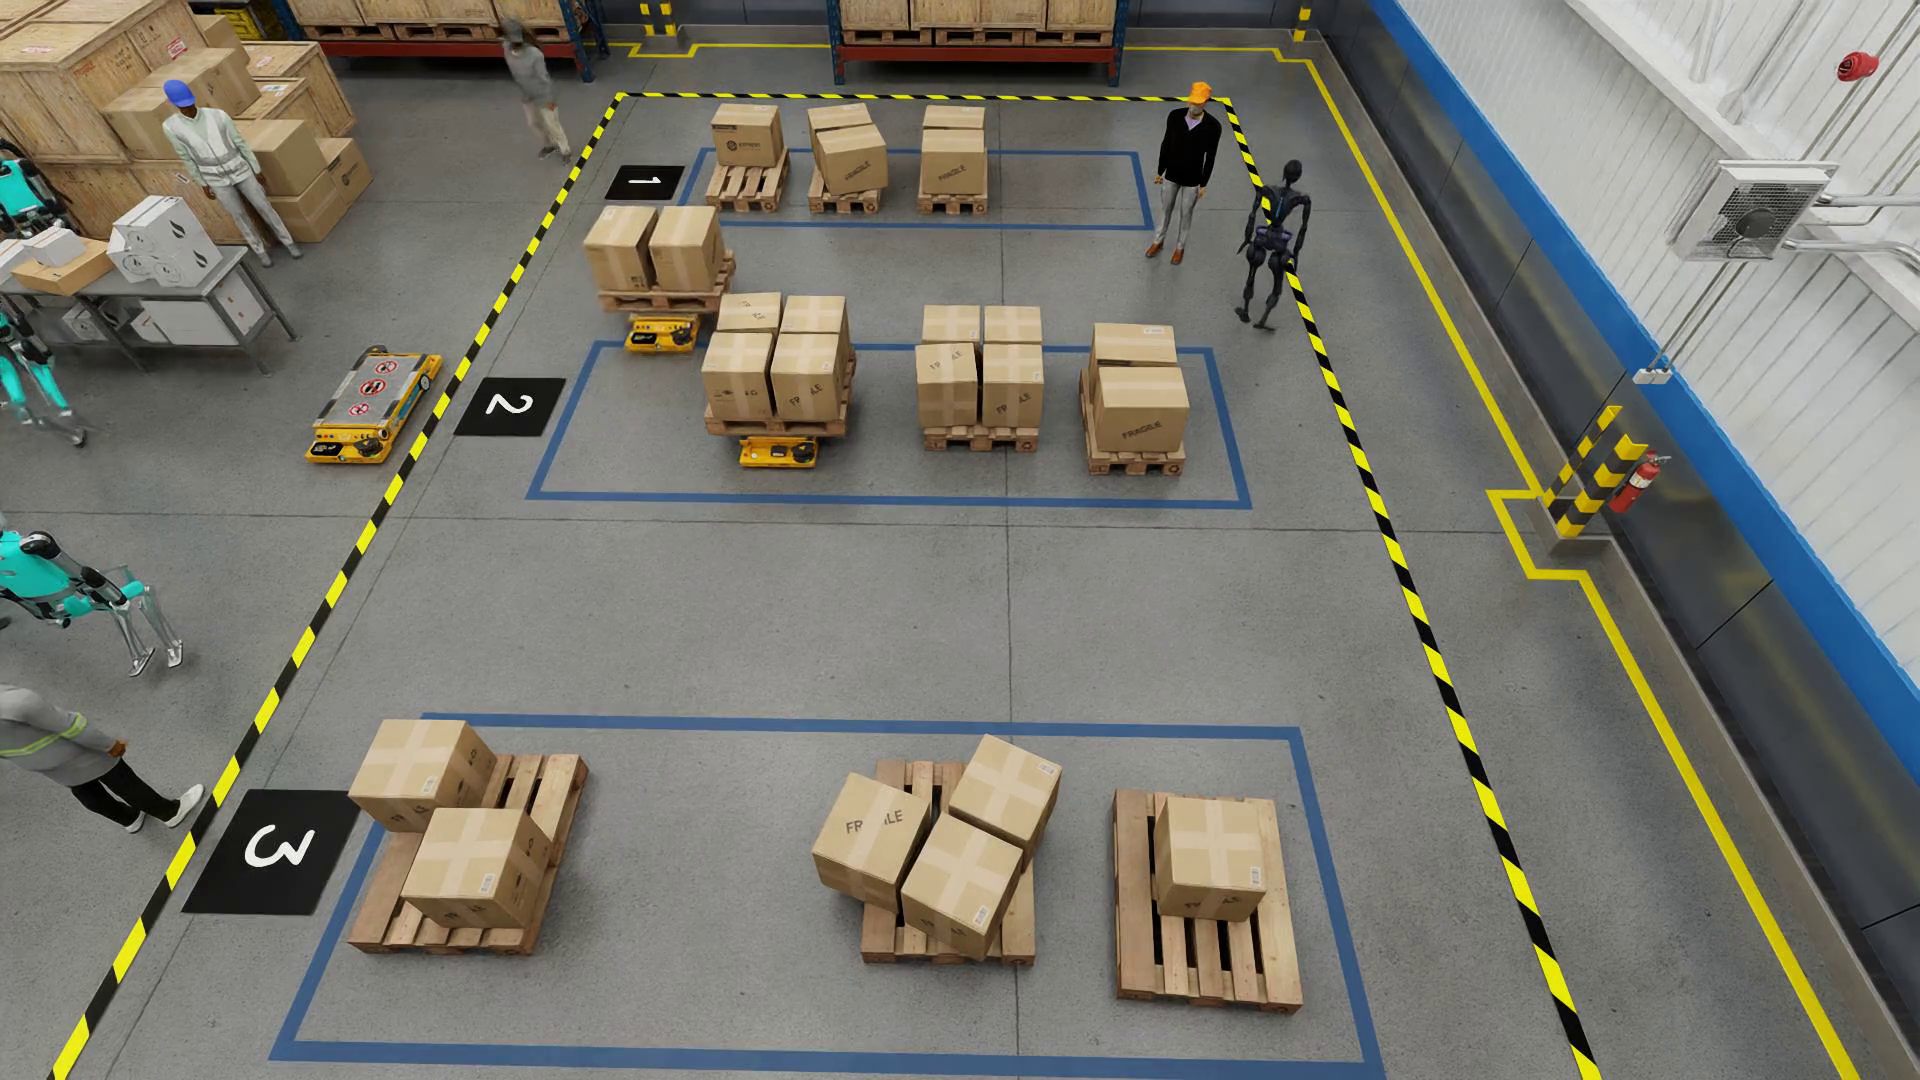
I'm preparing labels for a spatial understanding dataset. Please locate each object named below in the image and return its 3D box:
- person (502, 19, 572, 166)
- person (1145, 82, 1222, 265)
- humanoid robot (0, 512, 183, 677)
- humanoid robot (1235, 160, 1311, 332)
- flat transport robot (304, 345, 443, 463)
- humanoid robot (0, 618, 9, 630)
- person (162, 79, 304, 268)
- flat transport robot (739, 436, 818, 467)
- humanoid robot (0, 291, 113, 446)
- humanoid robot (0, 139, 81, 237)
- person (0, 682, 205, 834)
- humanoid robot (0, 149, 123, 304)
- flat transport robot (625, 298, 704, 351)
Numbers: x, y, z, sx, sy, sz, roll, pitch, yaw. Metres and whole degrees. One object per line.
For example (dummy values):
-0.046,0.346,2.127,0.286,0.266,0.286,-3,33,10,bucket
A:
-5.027,-5.284,10.876,0.590,1.730,0.455,18,52,15,person
2.313,-3.782,9.510,0.586,1.884,0.360,24,54,19,person
-5.829,0.261,6.094,0.533,1.681,0.735,-12,51,-10,humanoid robot
2.974,-2.793,8.811,0.598,1.646,0.472,23,54,19,humanoid robot
-5.383,-1.269,8.441,0.659,0.231,1.431,1,50,1,flat transport robot
-7.393,0.153,6.313,0.608,1.640,0.409,-2,50,-1,humanoid robot
-7.536,-3.760,9.457,0.602,1.939,0.411,-30,56,-23,person
-1.582,-1.235,8.394,0.652,0.197,1.431,1,50,1,flat transport robot
-7.860,-1.395,7.597,0.536,1.817,0.671,-20,52,-16,humanoid robot
-9.653,-3.555,9.465,0.488,1.634,0.599,32,57,24,humanoid robot
-5.237,1.177,5.334,0.599,1.850,0.389,-4,50,-4,person
-8.682,-2.855,8.834,0.766,1.813,0.564,27,55,21,humanoid robot
-2.954,-2.468,9.437,0.652,0.197,1.431,1,50,1,flat transport robot
